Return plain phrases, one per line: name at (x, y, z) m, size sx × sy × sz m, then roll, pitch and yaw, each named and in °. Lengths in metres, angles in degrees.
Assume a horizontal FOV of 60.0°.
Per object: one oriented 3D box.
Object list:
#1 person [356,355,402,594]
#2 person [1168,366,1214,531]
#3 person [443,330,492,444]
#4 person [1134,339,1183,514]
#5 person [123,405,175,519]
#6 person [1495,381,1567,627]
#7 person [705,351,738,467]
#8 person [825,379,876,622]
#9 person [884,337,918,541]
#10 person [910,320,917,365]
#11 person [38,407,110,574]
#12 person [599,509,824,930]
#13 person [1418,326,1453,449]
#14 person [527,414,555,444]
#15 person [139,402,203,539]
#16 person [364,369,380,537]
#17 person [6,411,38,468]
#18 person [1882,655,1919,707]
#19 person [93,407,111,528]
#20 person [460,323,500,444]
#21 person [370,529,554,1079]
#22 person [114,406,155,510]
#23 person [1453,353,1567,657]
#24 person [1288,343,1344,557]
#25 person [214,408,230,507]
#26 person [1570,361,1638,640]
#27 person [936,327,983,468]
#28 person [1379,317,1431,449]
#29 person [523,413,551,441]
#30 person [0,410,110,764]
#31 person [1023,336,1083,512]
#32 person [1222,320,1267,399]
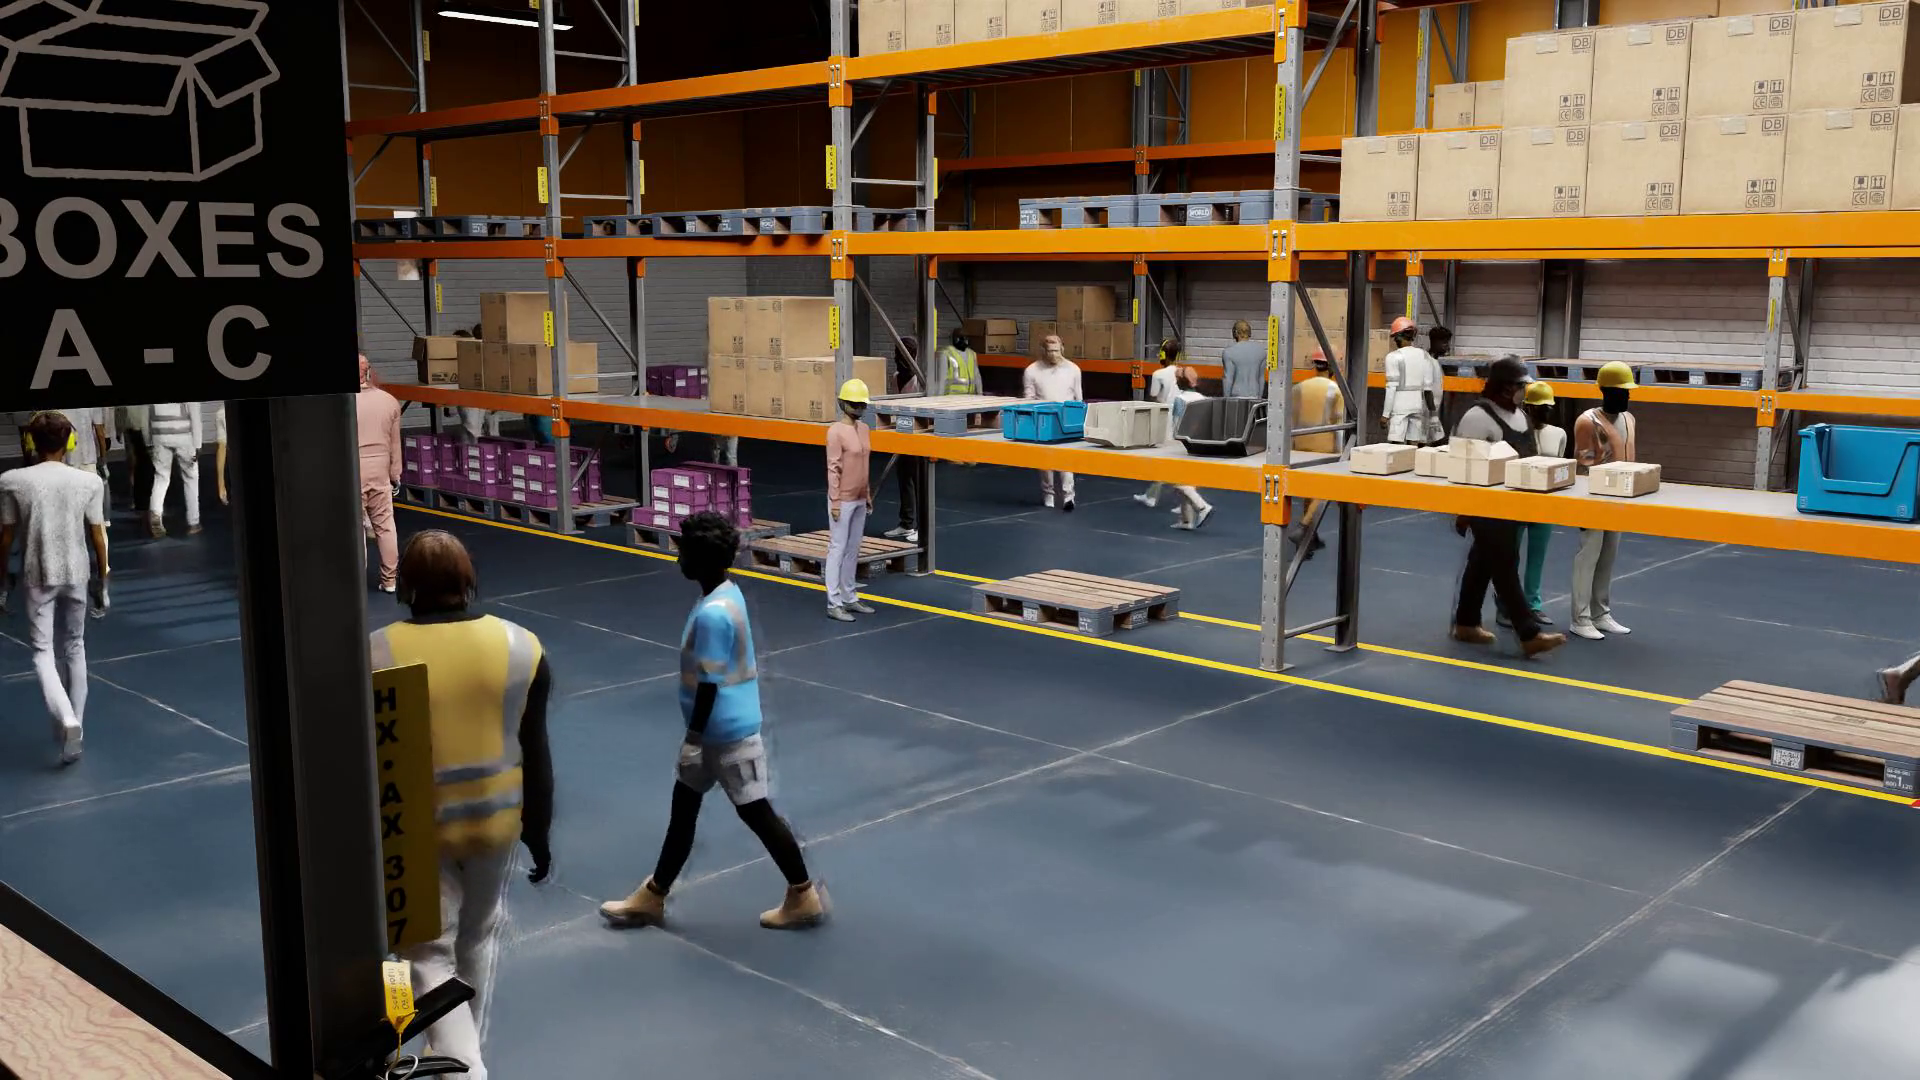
person at (-4.662, -0.492, 12.942) m, size 0.404 × 1.906 × 0.651 m, roll 8°, pitch 12°, yaw 40°
person at (2.266, -0.875, 16.152) m, size 0.472 × 1.620 × 0.533 m, roll 7°, pitch 11°, yaw 36°
person at (-6.094, -1.680, 20.545) m, size 0.774 × 1.808 × 0.658 m, roll 6°, pitch 11°, yaw 33°
person at (2.182, -1.200, 17.574) m, size 0.513 × 1.823 × 0.955 m, roll -8°, pitch 12°, yaw -42°
person at (-8.269, -1.178, 16.978) m, size 0.491 × 1.963 × 0.678 m, roll 0°, pitch 9°, yaw 1°
person at (4.098, -0.254, 11.907) m, size 0.528 × 1.767 × 0.329 m, roll -2°, pitch 10°, yaw -13°
person at (-2.846, -1.727, 20.444) m, size 0.471 × 1.926 × 0.652 m, roll 6°, pitch 11°, yaw 31°
person at (-0.790, -0.296, 12.176) m, size 0.329 × 1.765 × 0.526 m, roll 5°, pitch 10°, yaw 27°
person at (-0.459, -0.955, 15.745) m, size 0.371 × 1.916 × 0.597 m, roll -8°, pitch 12°, yaw -39°
person at (-0.592, -2.142, 23.208) m, size 0.655 × 1.873 × 0.654 m, roll 4°, pitch 10°, yaw 22°
person at (-7.357, -0.616, 13.824) m, size 0.508 × 1.868 × 0.329 m, roll -7°, pitch 12°, yaw -38°
person at (-0.928, 0.704, 6.369) m, size 0.873 × 1.650 × 0.547 m, roll -1°, pitch 9°, yaw -8°
person at (5.235, -1.408, 18.463) m, size 0.563 × 1.934 × 0.625 m, roll 5°, pitch 11°, yaw 30°
person at (-5.470, -1.863, 21.619) m, size 0.523 × 1.809 × 0.637 m, roll -1°, pitch 9°, yaw -8°
person at (-7.516, -0.933, 15.828) m, size 0.585 × 1.859 × 0.839 m, roll -2°, pitch 9°, yaw -12°
person at (-5.901, -1.025, 16.090) m, size 0.609 × 1.934 × 1.033 m, roll -6°, pitch 11°, yaw -32°
person at (-11.512, -1.744, 20.521) m, size 0.373 × 1.935 × 0.552 m, roll 7°, pitch 11°, yaw 36°
person at (5.599, 0.256, 9.250) m, size 0.508 × 1.610 × 0.654 m, roll -8°, pitch 12°, yaw -39°
person at (-8.620, -1.041, 16.276) m, size 0.382 × 1.917 × 0.585 m, roll 8°, pitch 12°, yaw 42°
person at (-6.015, -1.768, 20.859) m, size 0.633 × 1.890 × 0.923 m, roll 4°, pitch 10°, yaw 21°
person at (-1.491, 0.874, 4.882) m, size 0.635 × 1.811 × 0.832 m, roll -6°, pitch 11°, yaw -34°
person at (-8.667, -1.117, 17.656) m, size 0.520 × 1.602 × 0.648 m, roll -5°, pitch 11°, yaw -30°
person at (3.705, -0.252, 11.060) m, size 0.702 × 2.000 × 0.957 m, roll -9°, pitch 13°, yaw -44°
person at (3.165, -0.811, 14.894) m, size 0.575 × 1.910 × 0.681 m, roll 9°, pitch 13°, yaw 43°
person at (-5.628, -0.470, 13.219) m, size 0.495 × 1.788 × 1.008 m, roll -2°, pitch 9°, yaw -11°
person at (4.490, -0.277, 11.559) m, size 0.593 × 1.926 × 0.366 m, roll -7°, pitch 11°, yaw -36°
person at (0.071, -1.828, 21.447) m, size 0.903 × 1.801 × 0.656 m, roll 9°, pitch 13°, yaw 44°
person at (4.874, -1.434, 18.327) m, size 0.605 × 2.034 × 0.394 m, roll -5°, pitch 11°, yaw -29°
person at (-5.610, -1.807, 21.924) m, size 0.595 × 1.596 × 0.822 m, roll -4°, pitch 10°, yaw -21°
person at (-4.746, 0.235, 8.729) m, size 0.531 × 1.835 × 0.831 m, roll -7°, pitch 12°, yaw -37°
person at (0.993, -1.216, 17.547) m, size 0.651 × 1.847 × 1.016 m, roll 0°, pitch 9°, yaw -1°
person at (3.479, -1.740, 20.517) m, size 0.629 × 1.931 × 0.376 m, roll -5°, pitch 10°, yaw -26°
